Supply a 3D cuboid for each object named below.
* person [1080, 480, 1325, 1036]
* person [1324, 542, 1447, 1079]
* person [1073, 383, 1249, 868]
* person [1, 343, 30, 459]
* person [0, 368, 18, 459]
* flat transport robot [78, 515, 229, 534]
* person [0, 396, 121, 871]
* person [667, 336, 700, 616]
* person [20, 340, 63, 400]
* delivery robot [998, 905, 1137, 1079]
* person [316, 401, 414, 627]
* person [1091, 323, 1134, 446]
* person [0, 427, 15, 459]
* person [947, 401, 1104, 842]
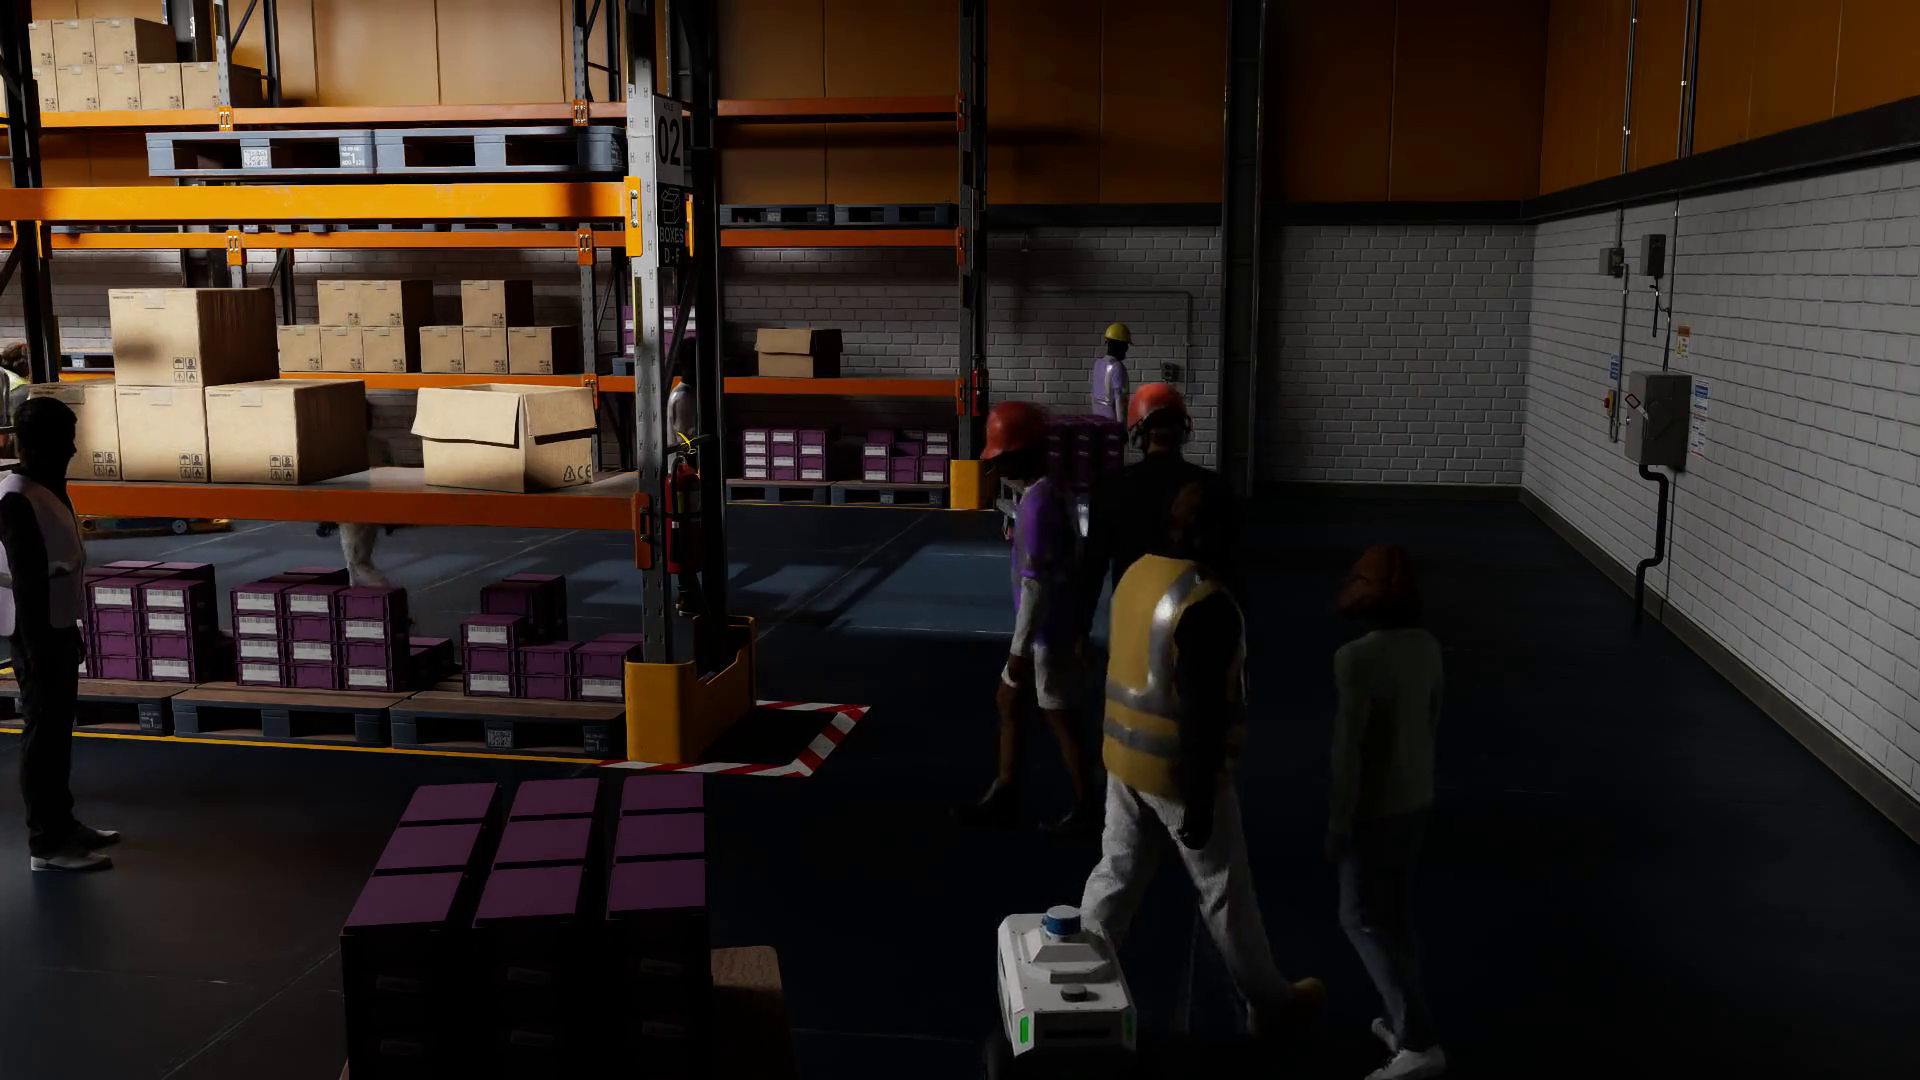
[{"bbox_3d":[0.684,0.703,5.137,0.902,1.783,0.657,-4,10,-22],"label":"person"},{"bbox_3d":[1.307,0.816,4.987,0.529,1.608,0.442,-9,12,-43],"label":"person"},{"bbox_3d":[0.818,0.348,6.780,0.740,1.953,0.520,-1,9,-4],"label":"person"},{"bbox_3d":[-7.971,-0.734,13.936,0.786,1.823,0.531,7,12,38],"label":"person"},{"bbox_3d":[-7.550,-0.676,12.871,0.373,2.042,0.614,3,10,19],"label":"person"},{"bbox_3d":[-7.565,-0.201,15.408,1.431,0.197,0.652,-4,10,-22],"label":"flat transport robot"},{"bbox_3d":[-3.697,0.378,6.736,0.392,1.914,0.589,-3,10,-19],"label":"person"},{"bbox_3d":[-1.880,-0.448,11.696,0.368,1.967,0.602,-2,9,-11],"label":"person"},{"bbox_3d":[-7.434,-0.715,13.600,0.337,1.883,0.584,-7,12,-38],"label":"person"},{"bbox_3d":[0.300,1.312,4.853,0.477,0.478,0.707,0,9,-3],"label":"delivery robot"},{"bbox_3d":[-3.908,-0.145,10.926,0.786,1.608,0.514,4,10,22],"label":"person"},{"bbox_3d":[1.469,-1.111,15.959,0.381,1.918,0.584,-3,10,-20],"label":"person"},{"bbox_3d":[-6.479,-0.184,11.069,0.309,1.641,0.514,2,9,10],"label":"person"},{"bbox_3d":[0.256,0.360,6.952,0.816,1.881,0.614,1,9,4],"label":"person"}]
